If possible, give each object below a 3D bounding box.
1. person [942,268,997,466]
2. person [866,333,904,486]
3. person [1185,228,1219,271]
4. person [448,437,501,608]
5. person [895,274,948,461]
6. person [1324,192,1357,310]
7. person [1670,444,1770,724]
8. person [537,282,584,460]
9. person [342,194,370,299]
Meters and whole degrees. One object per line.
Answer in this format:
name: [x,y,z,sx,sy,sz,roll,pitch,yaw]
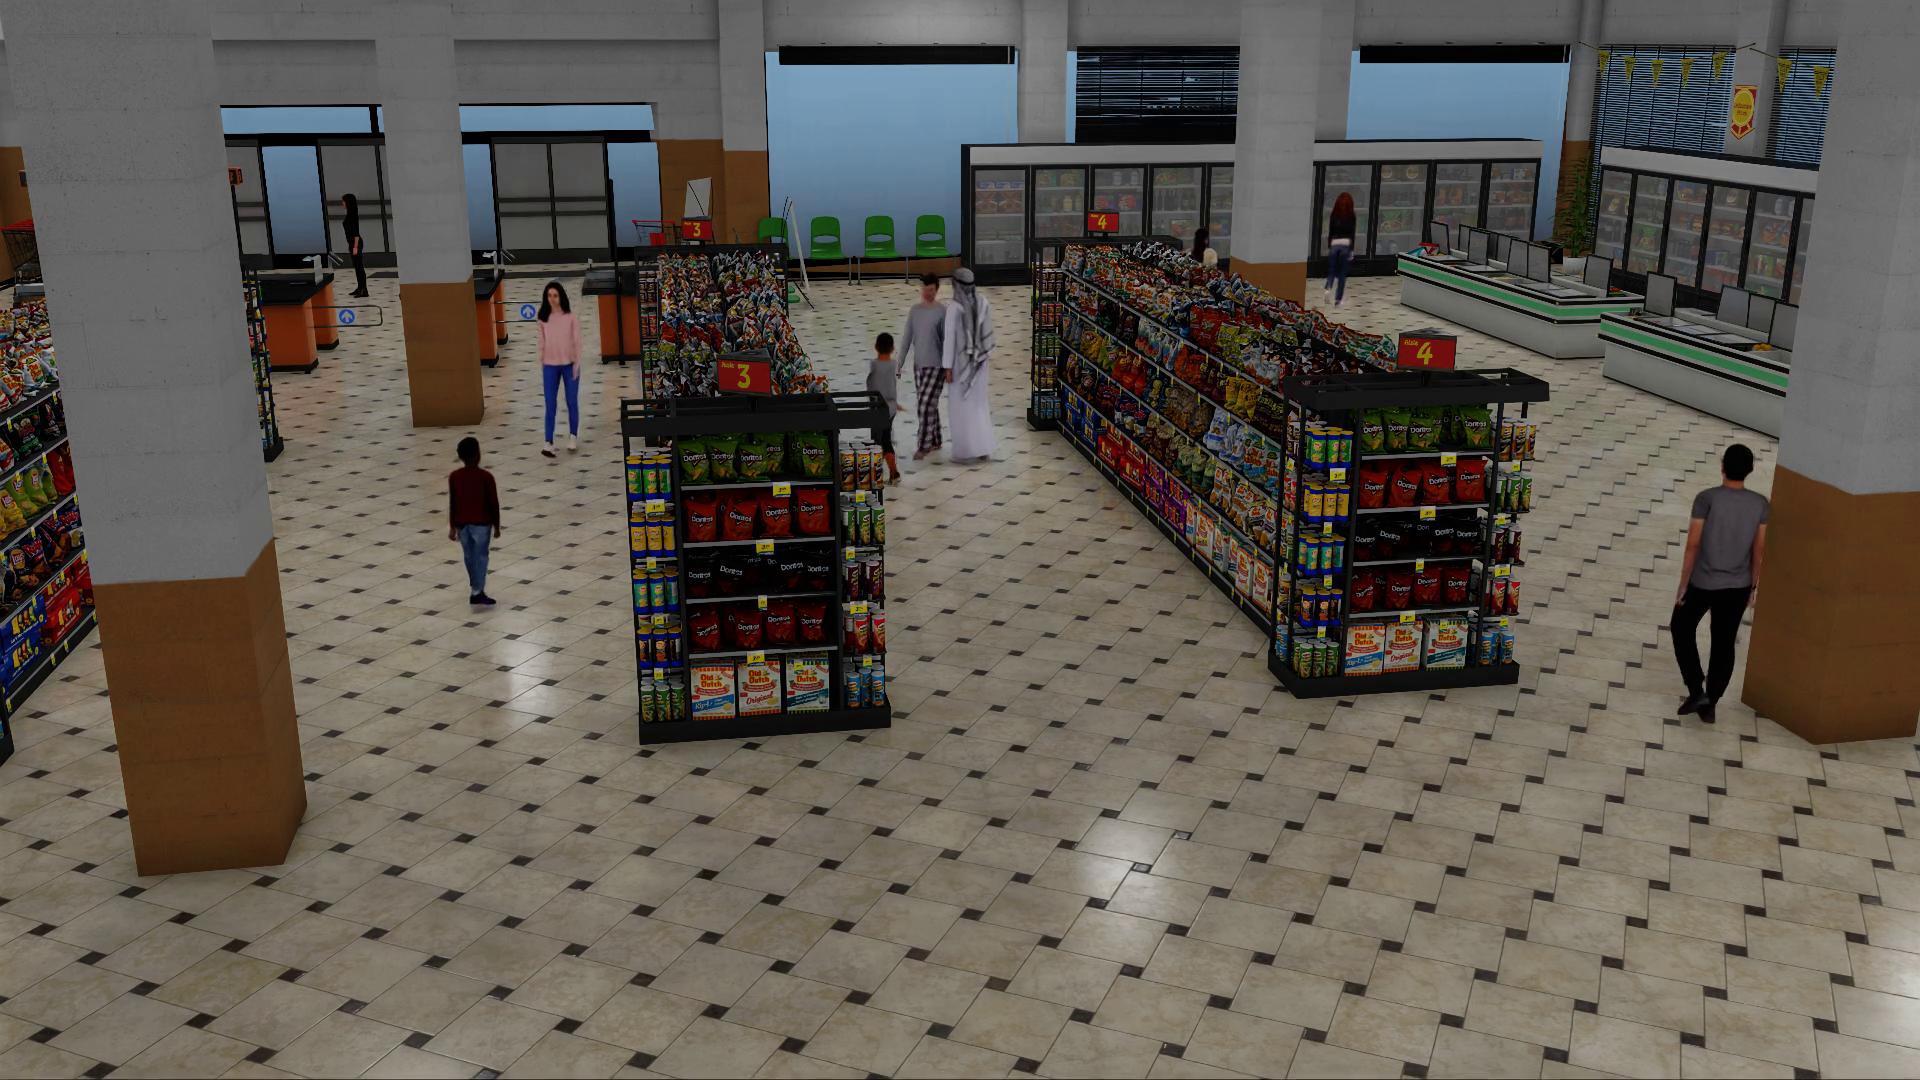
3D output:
person: [0.078,-1.699,16.298,0.831,1.916,0.817,-11,20,-33]
person: [-0.713,-1.265,15.713,0.699,1.424,1.056,-8,18,-23]
person: [3.198,-3.350,22.223,0.758,1.632,0.801,9,19,28]
person: [-3.600,-0.107,12.246,0.625,1.224,0.817,2,17,6]
person: [-0.250,-1.744,16.593,0.991,1.830,1.048,14,22,38]
person: [5.794,-4.415,25.484,0.905,1.775,0.968,11,20,33]
person: [4.590,0.295,10.022,0.720,1.747,0.758,1,17,3]
person: [-3.944,-1.697,16.623,0.814,1.722,1.161,1,17,2]
person: [-9.760,-4.762,26.857,0.699,1.642,0.560,-10,20,-31]
